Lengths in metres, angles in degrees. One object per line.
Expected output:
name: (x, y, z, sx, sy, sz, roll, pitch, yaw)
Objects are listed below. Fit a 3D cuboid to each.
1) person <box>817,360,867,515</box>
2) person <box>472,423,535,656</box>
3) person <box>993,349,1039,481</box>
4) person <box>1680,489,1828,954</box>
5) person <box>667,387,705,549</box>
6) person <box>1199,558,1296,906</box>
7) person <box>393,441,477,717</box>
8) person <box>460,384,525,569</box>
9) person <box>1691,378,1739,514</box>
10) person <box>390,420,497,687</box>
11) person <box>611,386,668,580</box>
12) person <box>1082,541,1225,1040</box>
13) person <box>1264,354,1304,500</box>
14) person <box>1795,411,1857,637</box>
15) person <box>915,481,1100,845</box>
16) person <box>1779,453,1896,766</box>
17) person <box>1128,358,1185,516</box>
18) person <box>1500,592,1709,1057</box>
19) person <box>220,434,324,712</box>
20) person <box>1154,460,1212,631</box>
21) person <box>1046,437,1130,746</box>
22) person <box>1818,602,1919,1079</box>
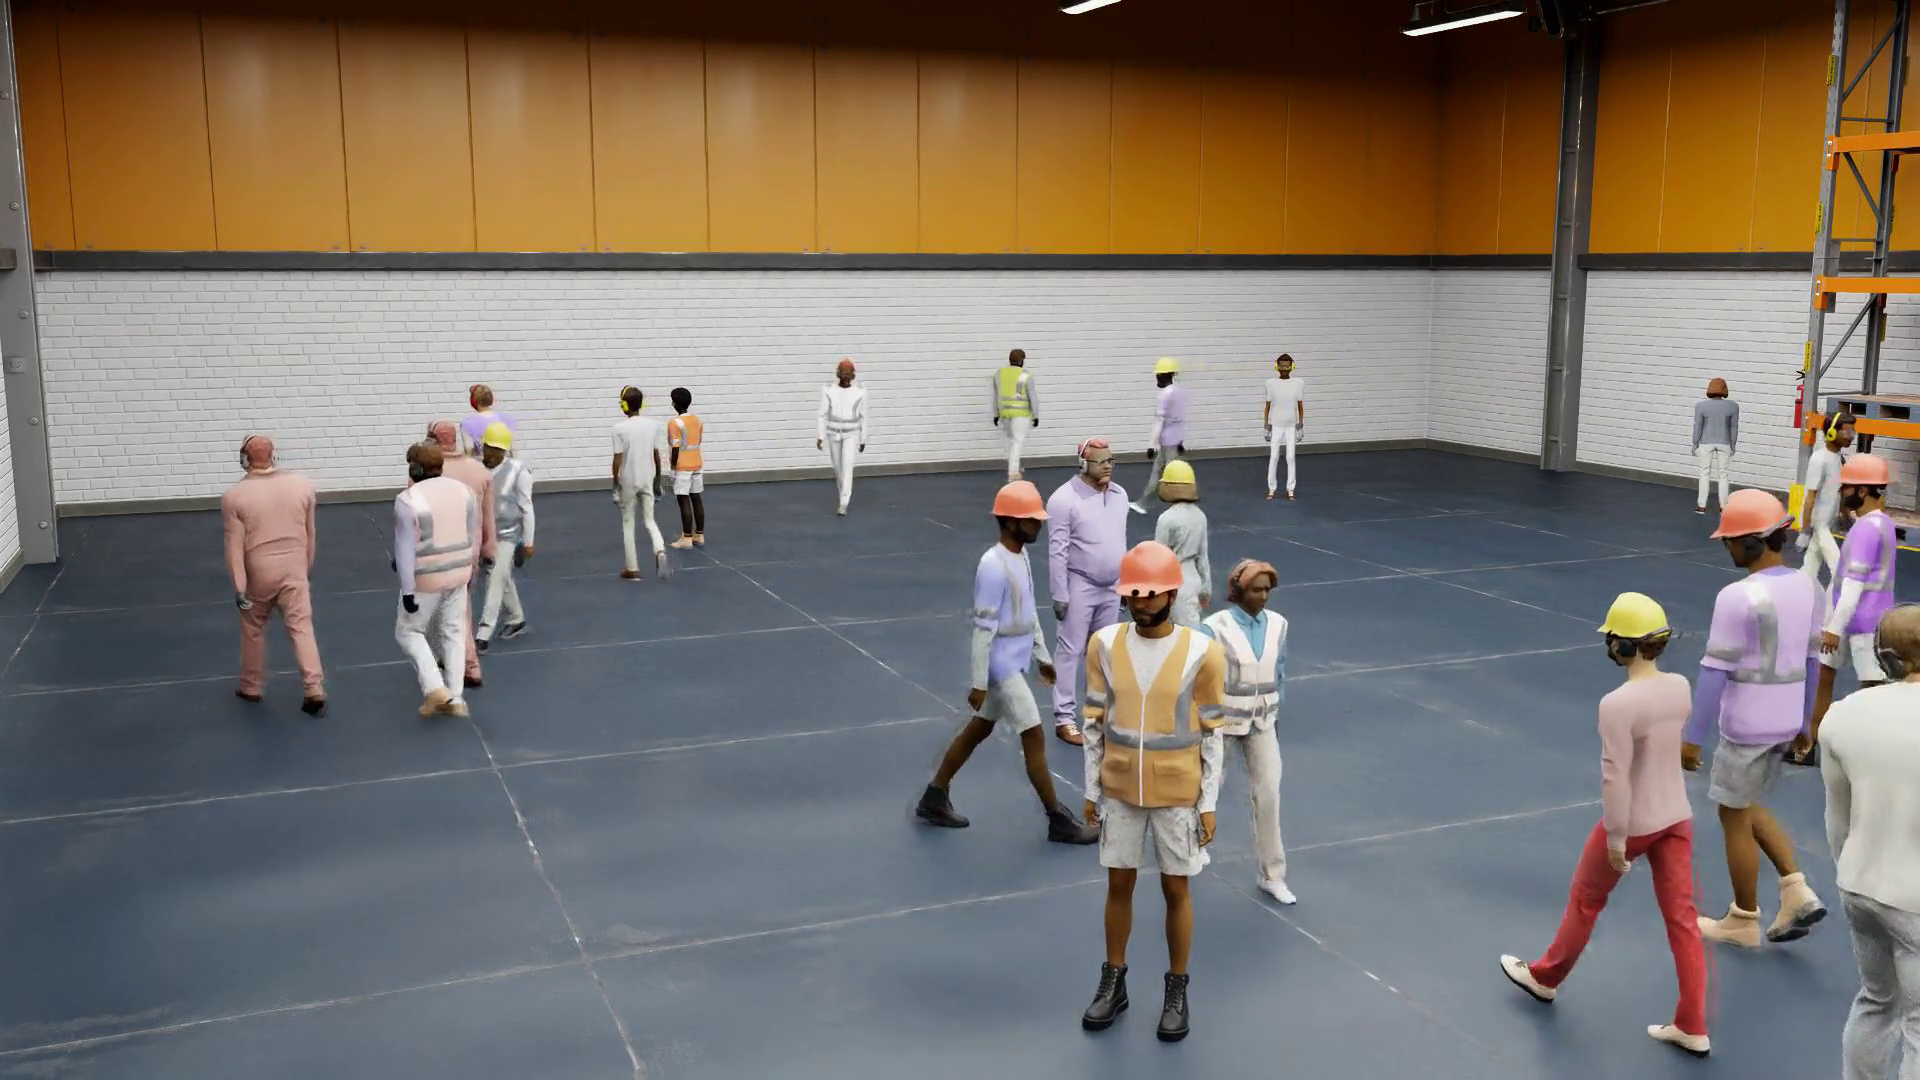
person: (-1.407, -1.256, 20.098, 0.582, 1.843, 1.002, 1, 9, 4)
person: (-3.606, -0.031, 12.867, 0.603, 1.769, 0.905, 4, 10, 21)
person: (0.838, -1.739, 23.068, 0.647, 1.810, 0.809, 6, 11, 33)
person: (3.420, 0.787, 7.141, 0.622, 2.016, 0.488, -6, 11, -34)
person: (-2.882, -0.754, 17.440, 0.320, 1.698, 0.538, 4, 10, 24)
person: (1.310, 0.861, 7.958, 0.530, 1.603, 0.812, -4, 10, -22)
person: (-3.423, 0.269, 10.856, 0.437, 1.830, 0.638, 7, 12, 36)
person: (-4.536, -0.600, 16.119, 0.670, 1.830, 0.585, 9, 13, 43)
person: (9.011, -1.121, 19.864, 0.498, 1.633, 0.283, 3, 10, 16)
person: (-3.630, 0.094, 11.785, 0.704, 1.879, 0.664, 6, 11, 33)
person: (-2.989, -0.513, 15.506, 0.540, 1.851, 0.669, -7, 11, -35)
person: (0.725, 0.955, 6.364, 0.548, 1.937, 0.379, 4, 10, 21)
person: (4.107, -1.431, 21.078, 0.504, 1.861, 0.329, 1, 9, 7)
person: (6.813, -0.079, 12.951, 0.728, 1.839, 0.488, 6, 11, 33)
person: (0.217, 0.620, 8.593, 1.033, 1.883, 0.563, 2, 10, 13)
person: (5.243, 0.448, 9.569, 0.962, 1.900, 0.550, 5, 11, 30)
person: (2.300, -1.164, 19.342, 0.925, 1.884, 0.612, 4, 10, 25)
person: (2.561, 1.054, 6.428, 0.539, 1.721, 0.911, -5, 11, -28)
person: (-4.571, 0.218, 11.095, 0.643, 1.861, 1.000, -8, 12, -41)
person: (1.474, 0.325, 10.924, 0.923, 1.697, 0.493, 6, 11, 33)
person: (0.834, 0.307, 10.383, 0.643, 1.910, 0.399, -8, 12, -39)
person: (3.032, 1.157, 5.271, 0.477, 1.895, 0.672, -3, 10, -20)
